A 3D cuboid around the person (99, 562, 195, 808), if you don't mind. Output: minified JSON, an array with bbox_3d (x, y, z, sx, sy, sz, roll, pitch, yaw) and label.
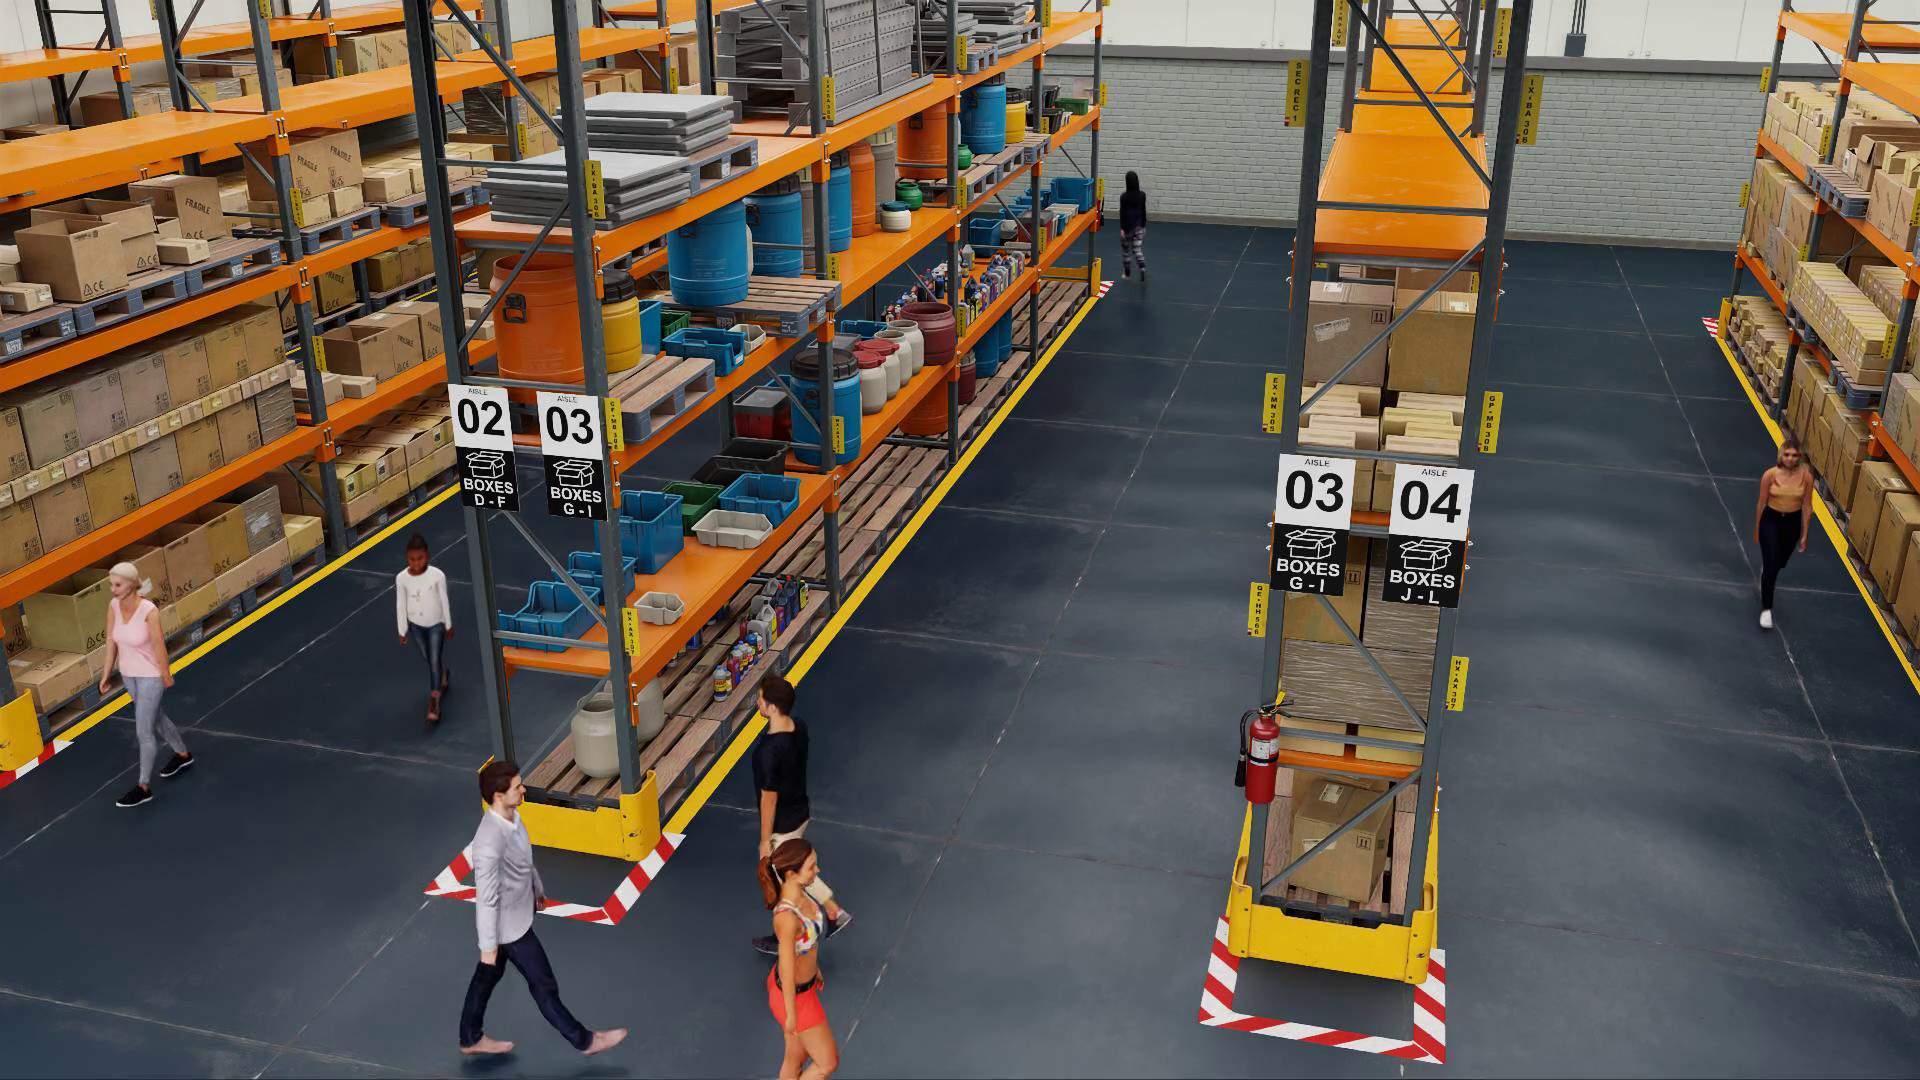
[{"bbox_3d":[-5.662,0.929,11.628,0.654,1.692,1.021,9,24,21],"label":"person"}]

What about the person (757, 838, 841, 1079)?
[{"bbox_3d":[-0.900,2.262,8.254,0.717,1.778,0.628,-2,22,-4],"label":"person"}]

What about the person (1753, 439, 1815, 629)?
[{"bbox_3d":[7.023,-0.105,14.280,0.587,1.597,1.081,6,23,15],"label":"person"}]

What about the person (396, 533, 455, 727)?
[{"bbox_3d":[-4.063,0.627,12.715,0.745,1.426,1.048,-1,22,-3],"label":"person"}]

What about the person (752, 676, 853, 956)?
[{"bbox_3d":[-0.940,1.642,9.675,0.719,1.850,0.773,7,23,16],"label":"person"}]

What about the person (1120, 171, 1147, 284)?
[{"bbox_3d":[2.673,-4.777,25.556,0.945,1.709,1.081,-7,23,-18],"label":"person"}]

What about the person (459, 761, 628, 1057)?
[{"bbox_3d":[-2.494,2.015,8.814,1.041,1.811,1.201,-2,22,-5],"label":"person"}]
